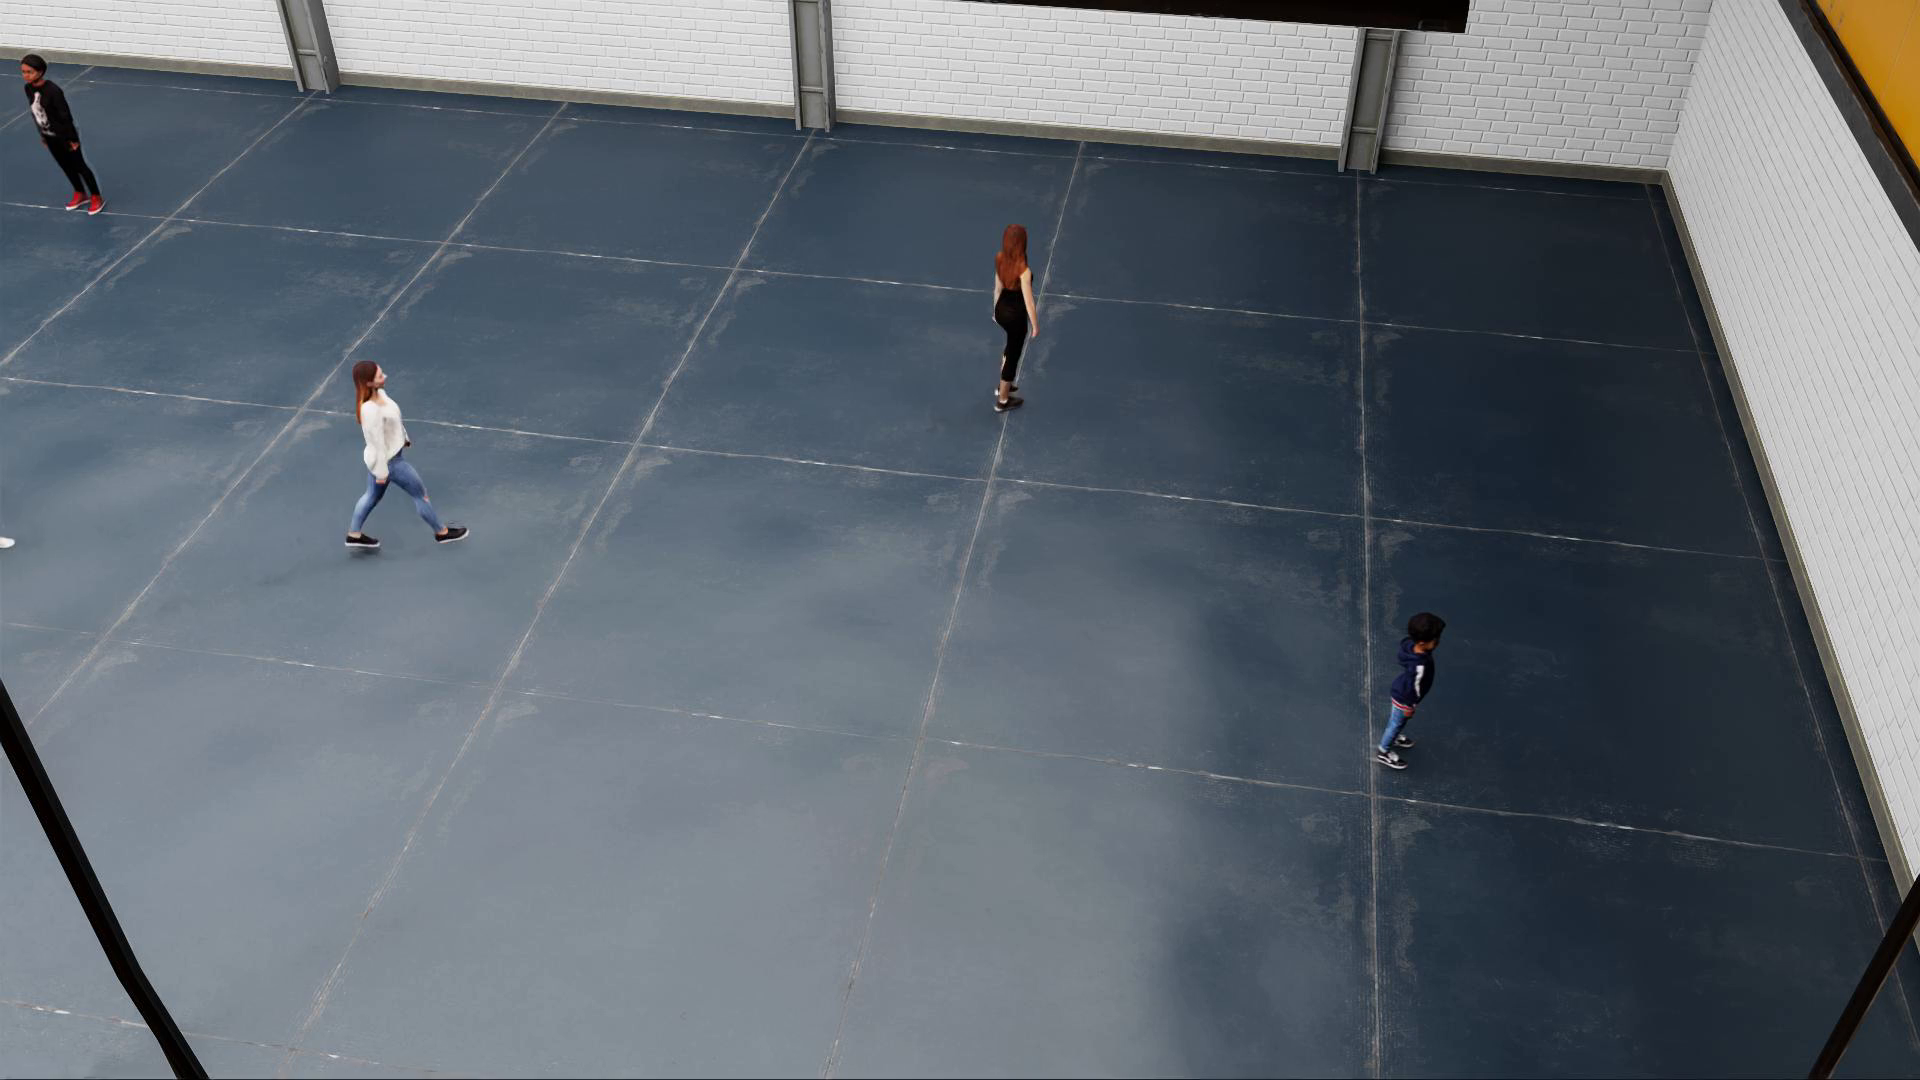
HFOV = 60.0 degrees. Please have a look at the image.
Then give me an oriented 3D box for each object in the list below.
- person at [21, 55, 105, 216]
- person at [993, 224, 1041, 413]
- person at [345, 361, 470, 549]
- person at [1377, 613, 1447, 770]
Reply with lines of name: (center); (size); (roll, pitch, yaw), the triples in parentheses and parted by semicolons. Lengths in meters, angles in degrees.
person: (-9.019, -4.072, 16.657); (0.527, 1.669, 0.693); (12, 40, 14)
person: (0.357, -1.814, 13.793); (0.775, 1.714, 0.716); (-23, 44, -26)
person: (-4.322, -0.575, 12.292); (1.217, 1.651, 0.982); (-12, 40, -14)
person: (2.894, 0.952, 10.726); (0.525, 1.220, 0.559); (15, 41, 17)
